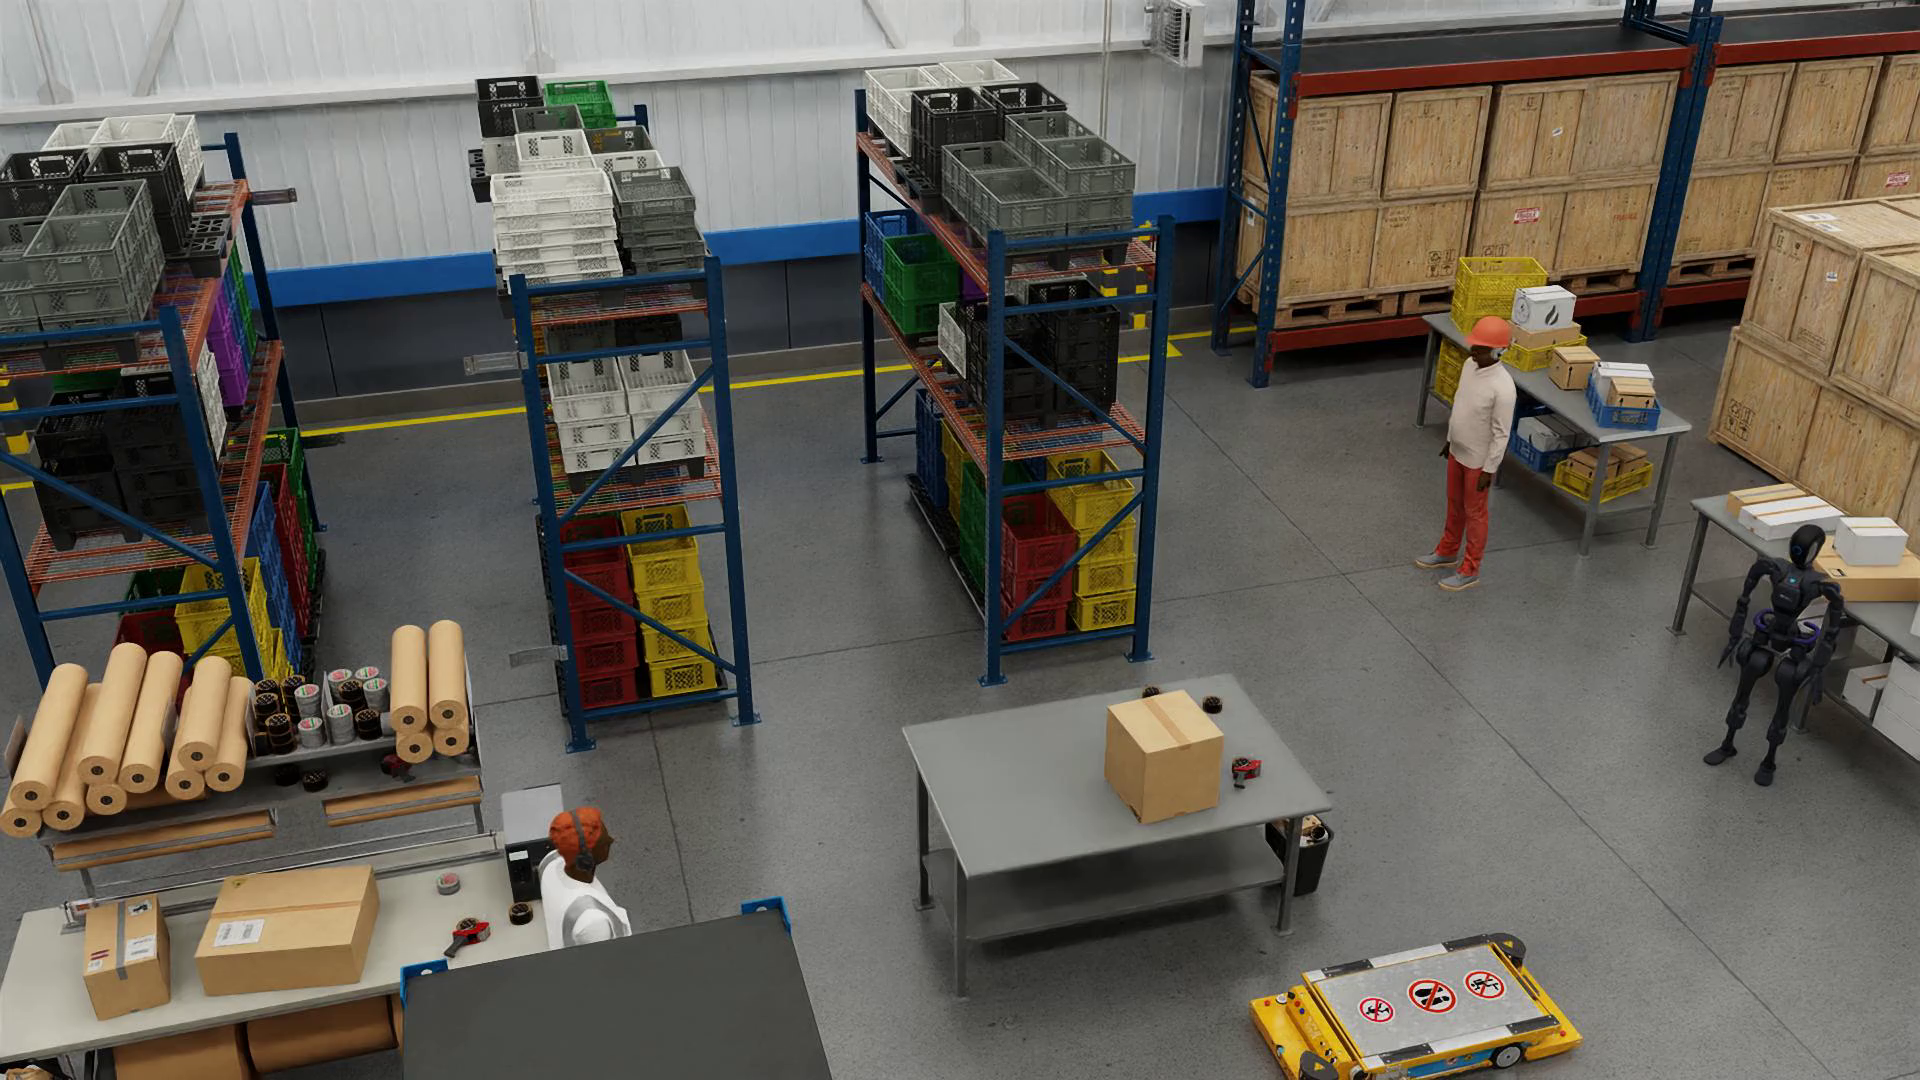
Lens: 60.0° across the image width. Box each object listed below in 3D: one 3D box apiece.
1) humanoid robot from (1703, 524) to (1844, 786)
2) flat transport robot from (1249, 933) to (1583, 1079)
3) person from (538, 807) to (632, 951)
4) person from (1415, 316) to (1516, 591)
[{"bbox_3d":[4.677,0.649,9.502,0.595,1.657,0.321,25,38,38],"label":"humanoid robot"},{"bbox_3d":[2.184,2.282,7.980,1.431,0.197,0.652,-8,30,-14],"label":"flat transport robot"},{"bbox_3d":[-1.525,1.912,7.008,0.356,1.882,0.572,-17,33,-27],"label":"person"},{"bbox_3d":[3.526,-0.604,11.469,0.376,1.997,0.610,-7,30,-12],"label":"person"}]
